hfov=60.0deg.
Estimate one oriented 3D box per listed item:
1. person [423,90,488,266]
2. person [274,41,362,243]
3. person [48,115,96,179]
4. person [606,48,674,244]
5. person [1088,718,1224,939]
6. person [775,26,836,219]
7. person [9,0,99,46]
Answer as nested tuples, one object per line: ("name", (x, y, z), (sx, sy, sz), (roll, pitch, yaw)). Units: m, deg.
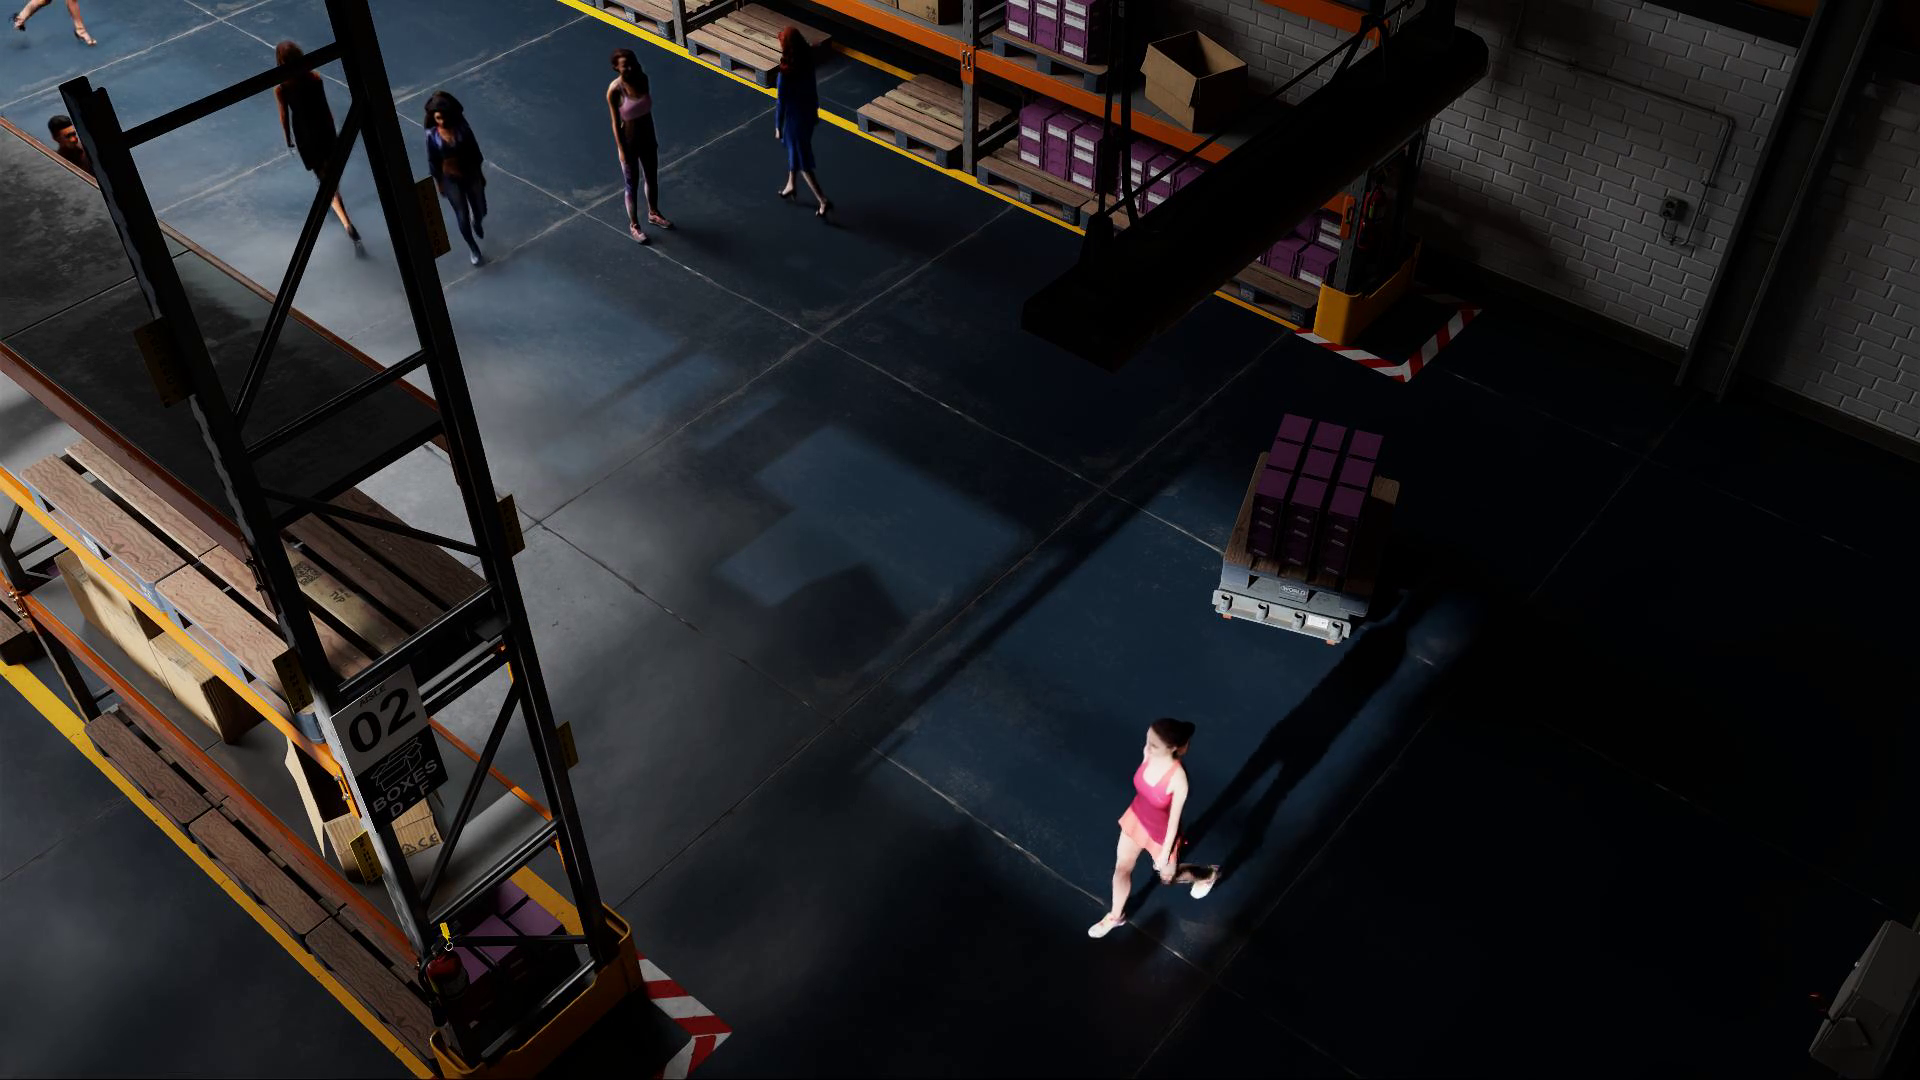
("person", (-4.322, -3.155, 14.378), (0.776, 1.610, 0.828), (-13, 45, -13))
("person", (-5.602, -3.422, 14.532), (0.840, 1.784, 1.262), (-24, 48, -23))
("person", (-7.234, -2.731, 13.818), (0.803, 1.770, 0.668), (32, 52, 29))
("person", (-2.844, -3.486, 14.612), (0.537, 1.767, 0.586), (31, 52, 29))
("person", (1.163, 1.596, 9.305), (0.821, 1.729, 1.068), (-24, 49, -23))
("person", (-1.382, -3.652, 14.760), (0.958, 1.802, 0.667), (25, 49, 24))
("person", (-9.552, -5.915, 17.158), (1.168, 1.772, 1.054), (0, 44, 0))
